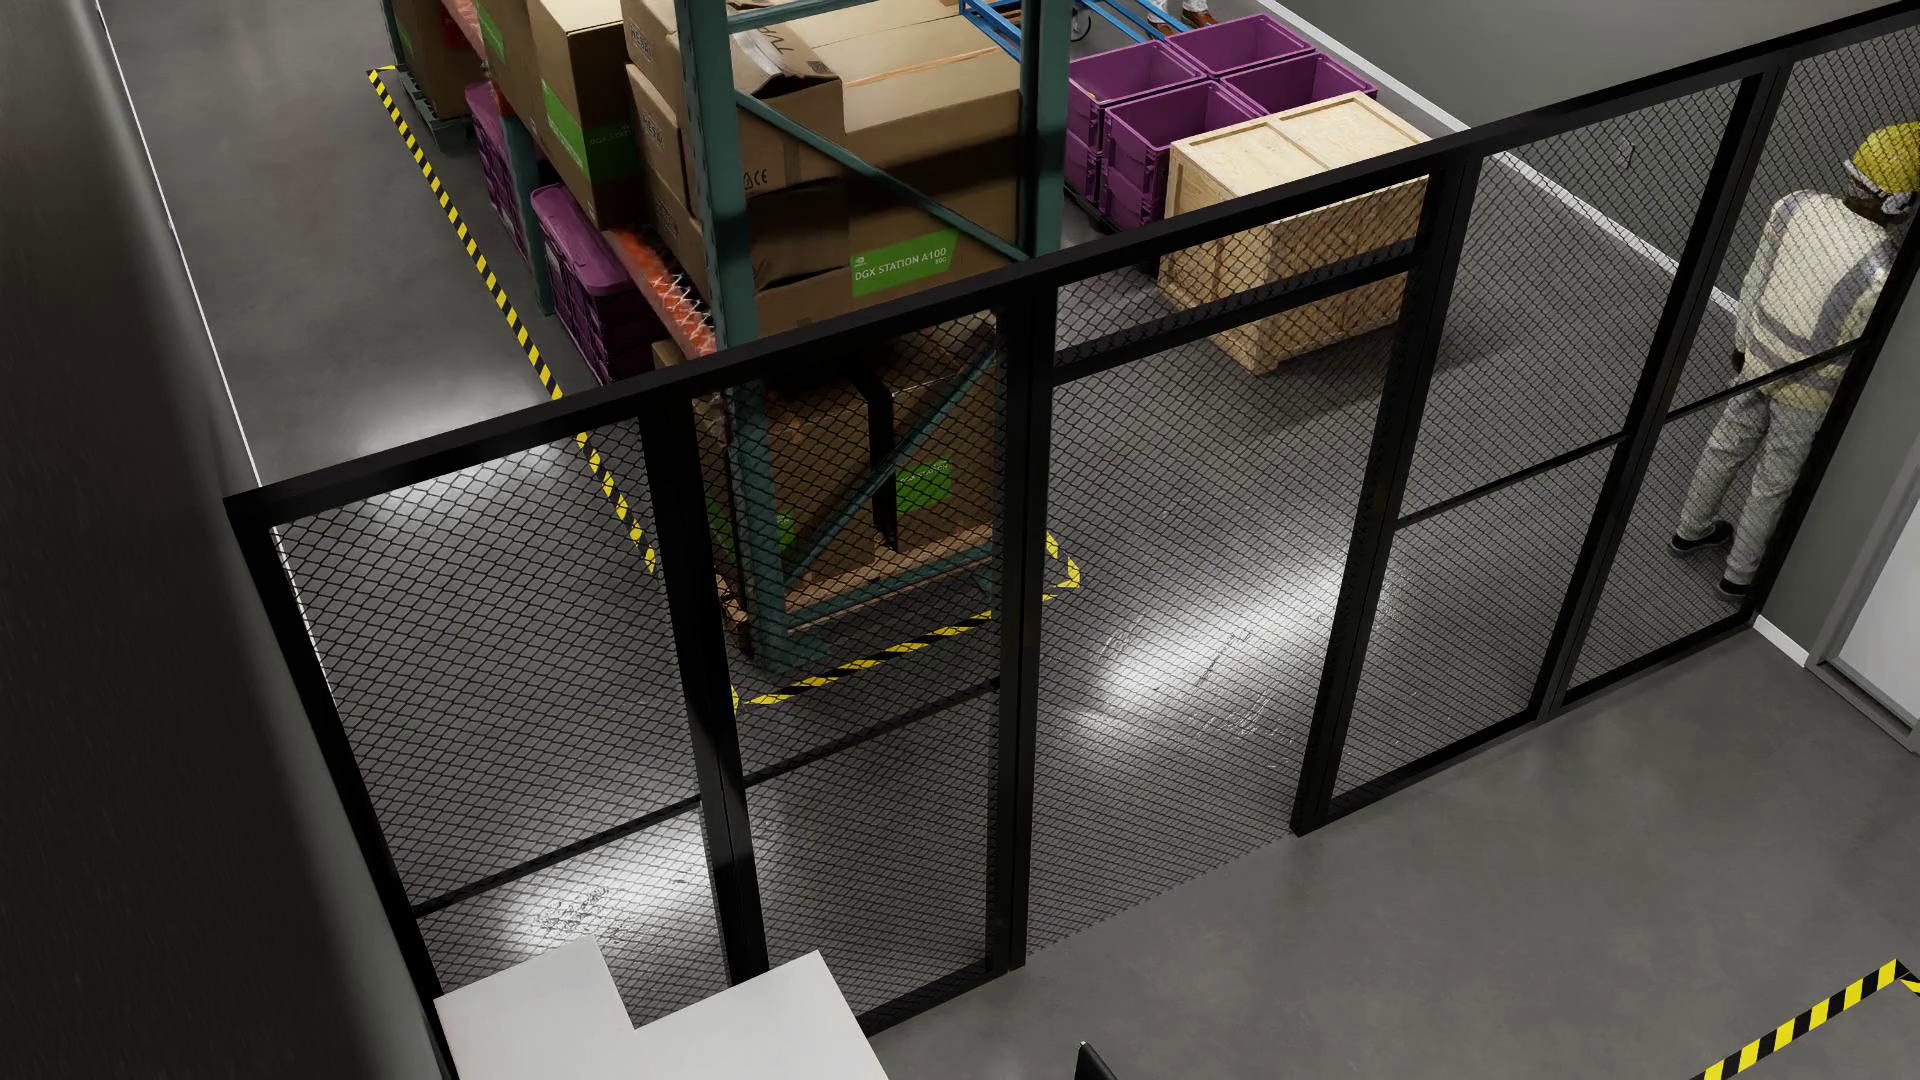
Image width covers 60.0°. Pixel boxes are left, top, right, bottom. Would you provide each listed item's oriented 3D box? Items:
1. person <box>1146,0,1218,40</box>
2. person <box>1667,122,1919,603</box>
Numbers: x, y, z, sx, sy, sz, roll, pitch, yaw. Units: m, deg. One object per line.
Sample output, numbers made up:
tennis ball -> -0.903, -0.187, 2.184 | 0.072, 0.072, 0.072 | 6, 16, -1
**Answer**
person -> 1.289, -3.631, 8.917 | 0.629, 1.940, 0.379 | -20, 46, -20
person -> 2.869, -0.579, 5.656 | 0.403, 1.832, 0.594 | -13, 44, -14
